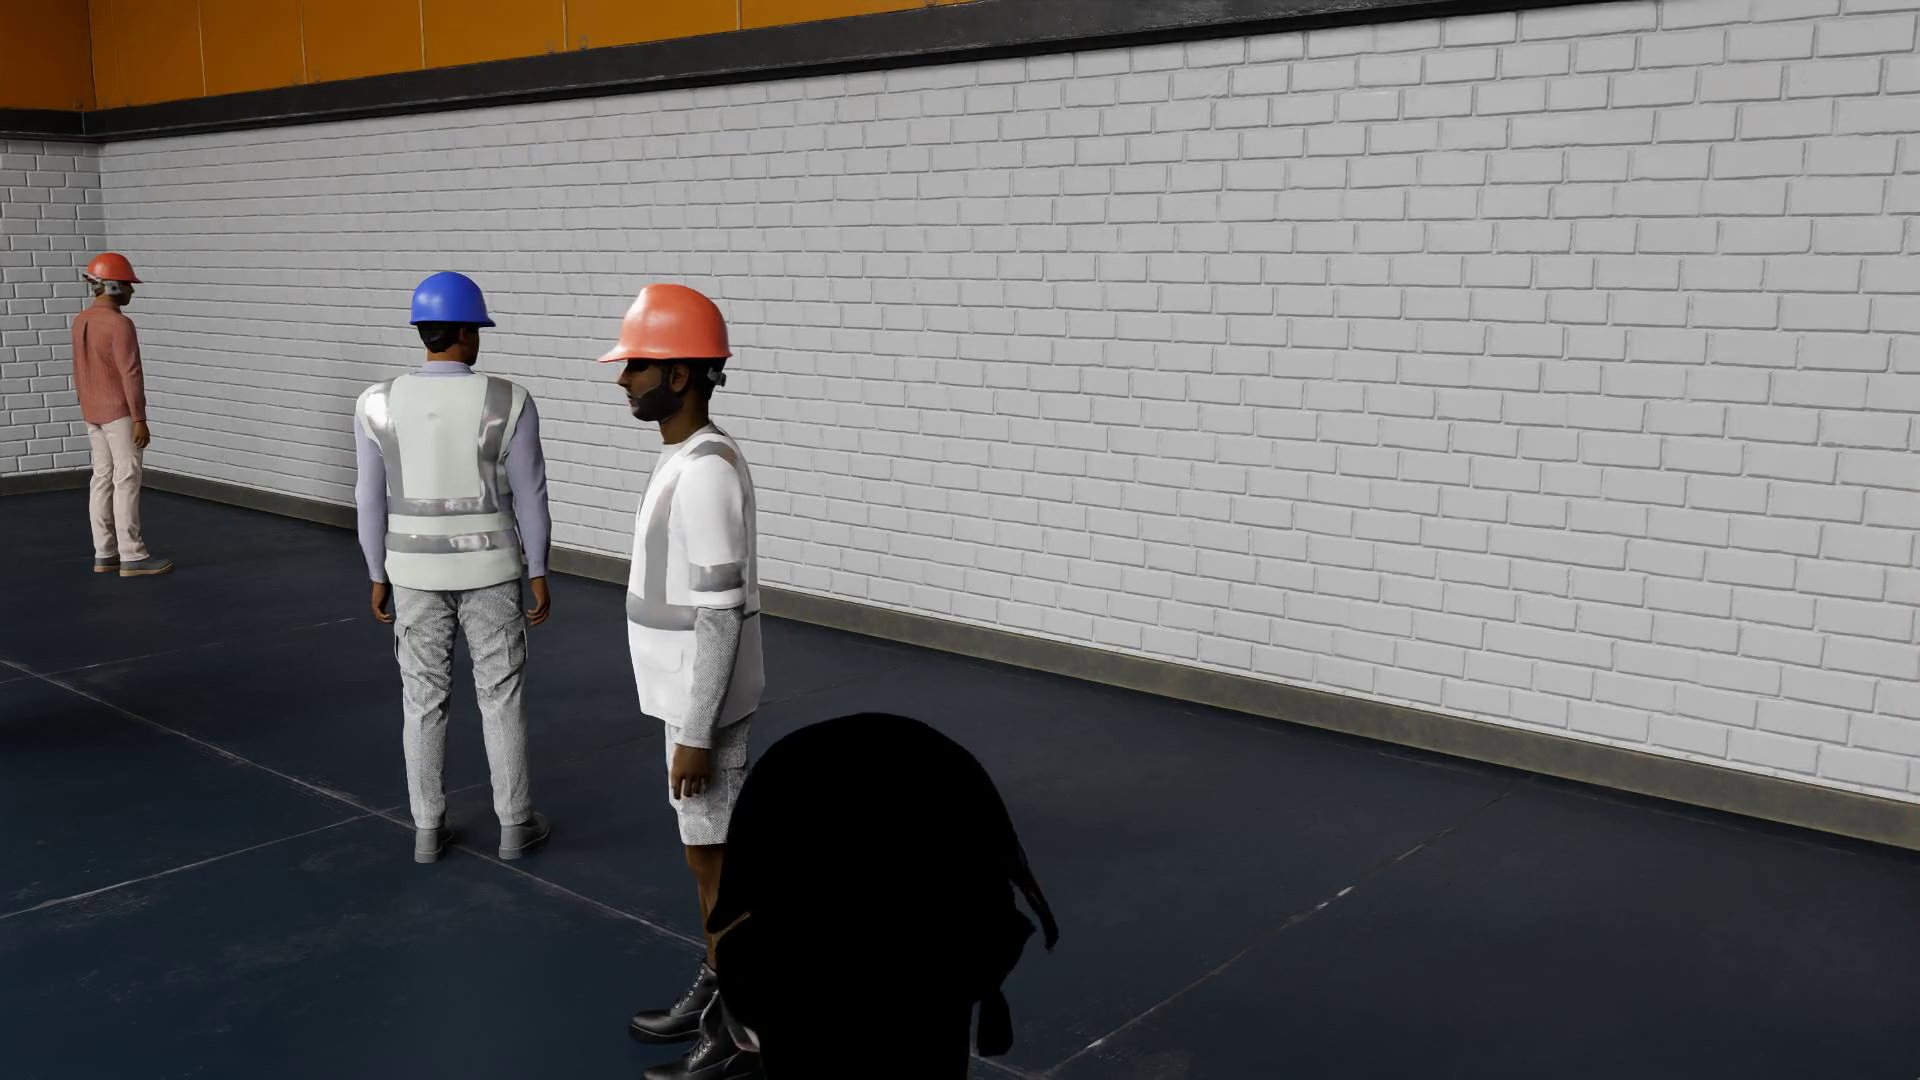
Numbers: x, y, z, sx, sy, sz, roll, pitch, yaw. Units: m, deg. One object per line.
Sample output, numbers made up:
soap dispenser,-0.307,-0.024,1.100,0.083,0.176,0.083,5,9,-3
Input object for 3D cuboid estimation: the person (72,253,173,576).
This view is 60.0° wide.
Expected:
person,-5.225,-0.775,10.328,0.621,1.989,0.398,7,12,34

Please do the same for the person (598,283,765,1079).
person,-0.652,0.366,3.983,0.361,1.940,0.543,-2,10,-13

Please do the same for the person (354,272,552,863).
person,-1.651,0.099,5.485,0.614,1.943,0.397,-1,10,-4

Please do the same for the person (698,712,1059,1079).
person,-0.065,0.960,1.109,0.523,1.766,0.315,4,11,21
